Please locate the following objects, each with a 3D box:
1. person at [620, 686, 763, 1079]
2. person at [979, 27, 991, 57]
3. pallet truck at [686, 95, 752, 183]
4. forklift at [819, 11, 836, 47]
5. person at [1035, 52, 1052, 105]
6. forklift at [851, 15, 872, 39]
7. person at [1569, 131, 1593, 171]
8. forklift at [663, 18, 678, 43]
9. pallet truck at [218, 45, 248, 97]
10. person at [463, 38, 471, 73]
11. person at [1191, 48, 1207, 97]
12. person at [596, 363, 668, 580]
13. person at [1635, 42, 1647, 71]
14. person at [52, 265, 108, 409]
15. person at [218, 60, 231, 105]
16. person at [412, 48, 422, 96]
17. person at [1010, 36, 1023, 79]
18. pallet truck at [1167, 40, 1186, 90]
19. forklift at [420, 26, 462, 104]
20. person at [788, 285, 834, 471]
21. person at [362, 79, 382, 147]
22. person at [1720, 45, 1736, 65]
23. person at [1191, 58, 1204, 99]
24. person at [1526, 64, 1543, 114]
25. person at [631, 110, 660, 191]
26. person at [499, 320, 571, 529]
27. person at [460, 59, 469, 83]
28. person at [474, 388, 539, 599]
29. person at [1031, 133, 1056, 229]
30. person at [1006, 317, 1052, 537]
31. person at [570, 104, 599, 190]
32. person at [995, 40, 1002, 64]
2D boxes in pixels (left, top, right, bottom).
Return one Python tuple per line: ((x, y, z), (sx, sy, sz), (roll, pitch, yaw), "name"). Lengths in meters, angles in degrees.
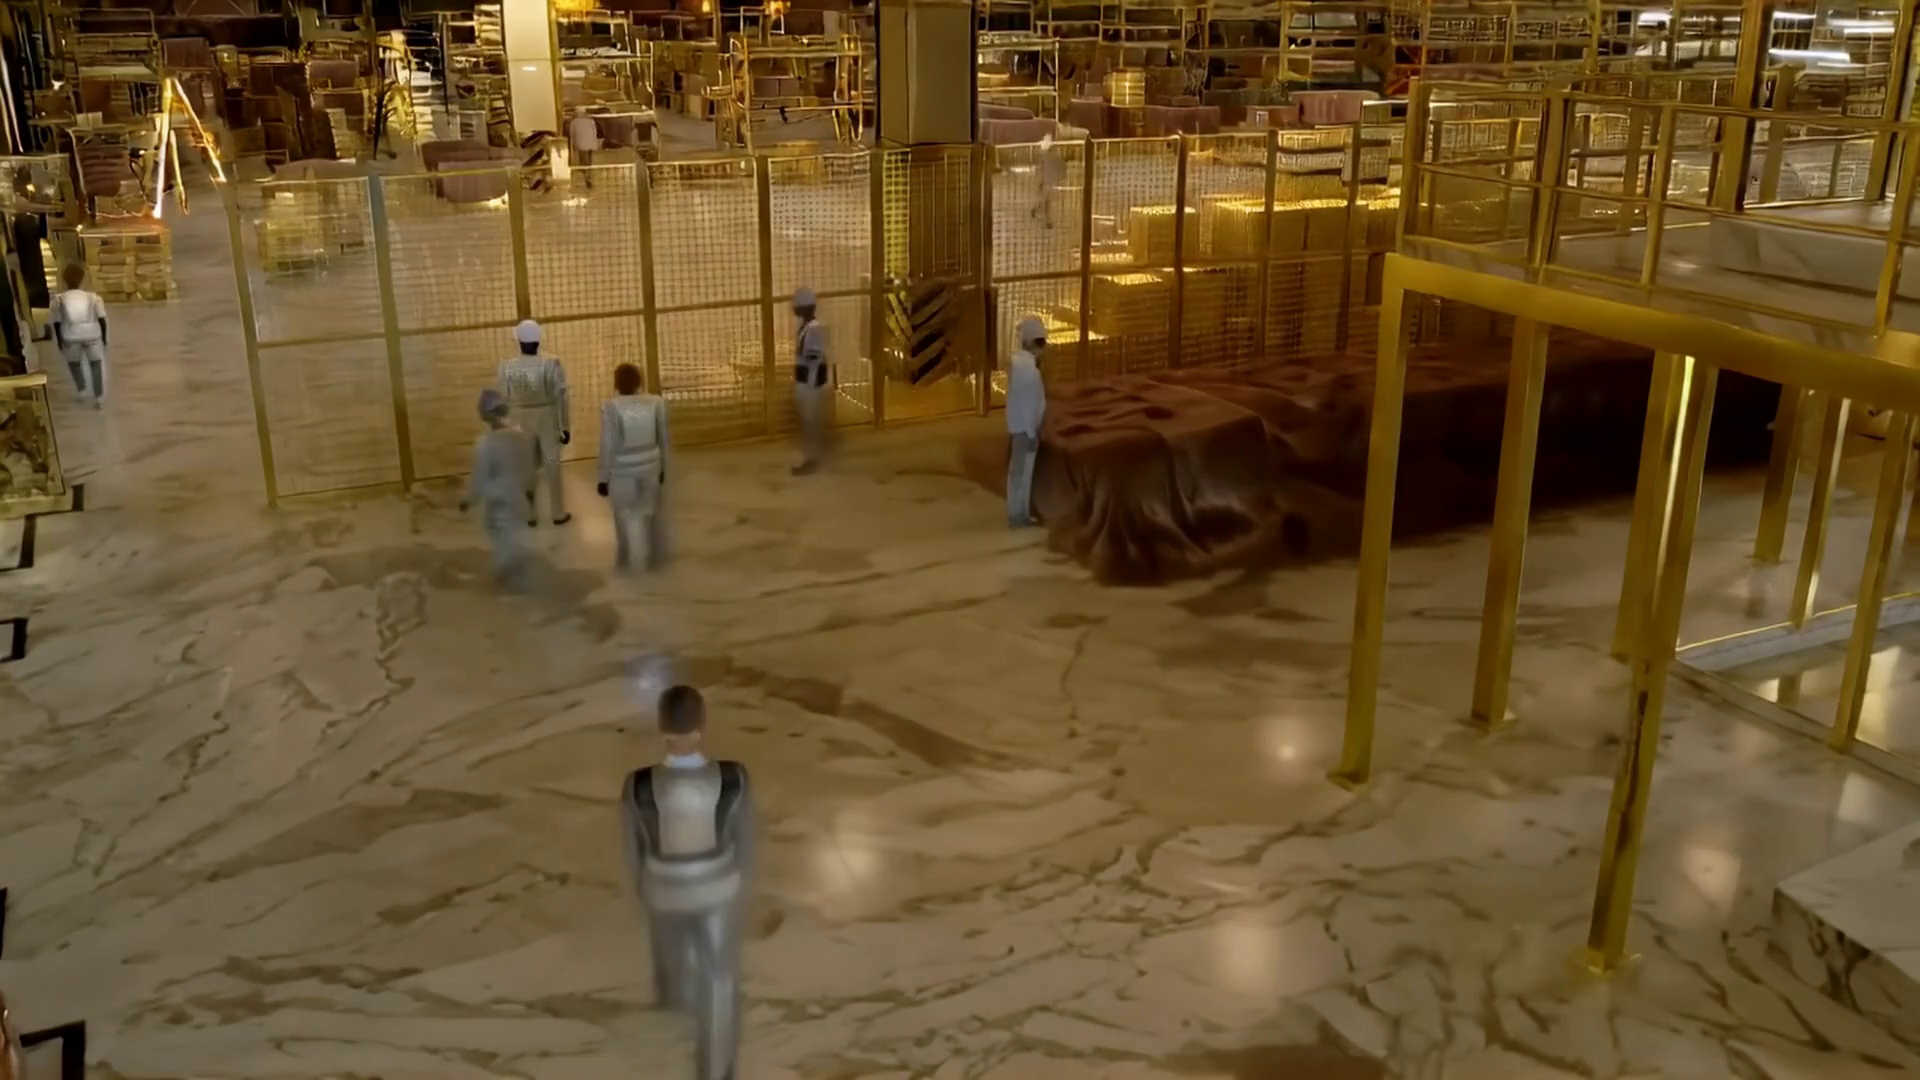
((-1.226, 1.543, 7.681), (0.629, 1.888, 1.014), (-3, 19, -9), "person")
((1.278, -24.989, 84.444), (0.614, 1.993, 0.395), (8, 21, 23), "person")
((-5.836, -9.608, 39.856), (0.823, 1.965, 1.885), (10, 22, 27), "pallet truck")
((-6.474, -24.921, 82.911), (1.873, 2.768, 1.129), (-9, 21, -25), "forklift")
((3.126, -17.299, 62.315), (0.625, 1.880, 0.910), (1, 19, 2), "person")
((-4.485, -22.557, 76.058), (1.129, 2.768, 1.873), (-9, 21, -25), "forklift")
((11.733, -6.770, 31.619), (0.694, 2.003, 0.651), (-4, 19, -10), "person")
((-12.438, -21.076, 71.764), (1.873, 2.768, 1.129), (-9, 21, -25), "forklift")
((-28.879, -18.665, 66.111), (0.823, 1.965, 1.885), (-3, 19, -9), "pallet truck")
((-21.741, -21.197, 73.568), (0.390, 1.927, 0.547), (-5, 20, -13), "person")
((9.435, -18.455, 65.652), (0.675, 1.890, 0.474), (-9, 21, -25), "person")
((-2.735, -0.572, 13.905), (0.627, 1.843, 0.429), (-13, 23, -32), "person")
((30.861, -21.724, 75.353), (0.522, 1.747, 0.442), (-8, 21, -23), "person")
((-10.156, -2.343, 19.265), (0.550, 1.681, 0.384), (-12, 22, -31), "person")
((-27.315, -16.984, 61.790), (0.382, 1.623, 0.538), (5, 20, 15), "person")
((-21.201, -18.410, 65.458), (0.629, 1.940, 0.376), (-11, 22, -29), "person")
((2.597, -22.257, 76.645), (0.636, 1.917, 0.716), (-6, 20, -17), "person")
((9.045, -19.971, 69.895), (0.823, 1.965, 1.885), (-3, 19, -8), "pallet truck")
((-19.640, -17.761, 62.156), (1.873, 2.768, 1.129), (-5, 20, -13), "forklift")
((-1.544, -1.623, 16.826), (0.397, 1.922, 0.547), (-8, 21, -22), "person")
((-16.823, -12.242, 47.663), (0.362, 1.883, 0.576), (7, 20, 19), "person")
((31.515, -19.386, 68.396), (0.648, 1.869, 0.927), (-7, 20, -19), "person")
((8.802, -17.000, 61.732), (0.541, 1.698, 0.315), (-10, 21, -26), "person")
((20.100, -15.737, 58.070), (0.535, 1.699, 0.322), (15, 24, 37), "person")
((-7.165, -8.860, 37.941), (0.644, 1.828, 0.573), (-1, 19, -3), "person")
((-3.854, -1.050, 15.148), (0.594, 1.930, 0.352), (-3, 19, -7), "person")
((-18.022, -16.686, 60.787), (0.496, 1.725, 0.544), (13, 23, 34), "person")
((-3.692, -0.364, 13.415), (0.363, 1.751, 0.548), (10, 21, 27), "person")
((1.645, -7.087, 32.770), (0.517, 1.854, 0.649), (-17, 26, -41), "person")
((0.613, -1.023, 14.989), (0.400, 1.984, 0.610), (-3, 19, -9), "person")
((-8.660, -9.048, 38.346), (0.625, 1.934, 1.051), (-8, 21, -23), "person")
((1.755, -22.867, 78.876), (0.770, 1.614, 0.522), (-5, 20, -15), "person")
